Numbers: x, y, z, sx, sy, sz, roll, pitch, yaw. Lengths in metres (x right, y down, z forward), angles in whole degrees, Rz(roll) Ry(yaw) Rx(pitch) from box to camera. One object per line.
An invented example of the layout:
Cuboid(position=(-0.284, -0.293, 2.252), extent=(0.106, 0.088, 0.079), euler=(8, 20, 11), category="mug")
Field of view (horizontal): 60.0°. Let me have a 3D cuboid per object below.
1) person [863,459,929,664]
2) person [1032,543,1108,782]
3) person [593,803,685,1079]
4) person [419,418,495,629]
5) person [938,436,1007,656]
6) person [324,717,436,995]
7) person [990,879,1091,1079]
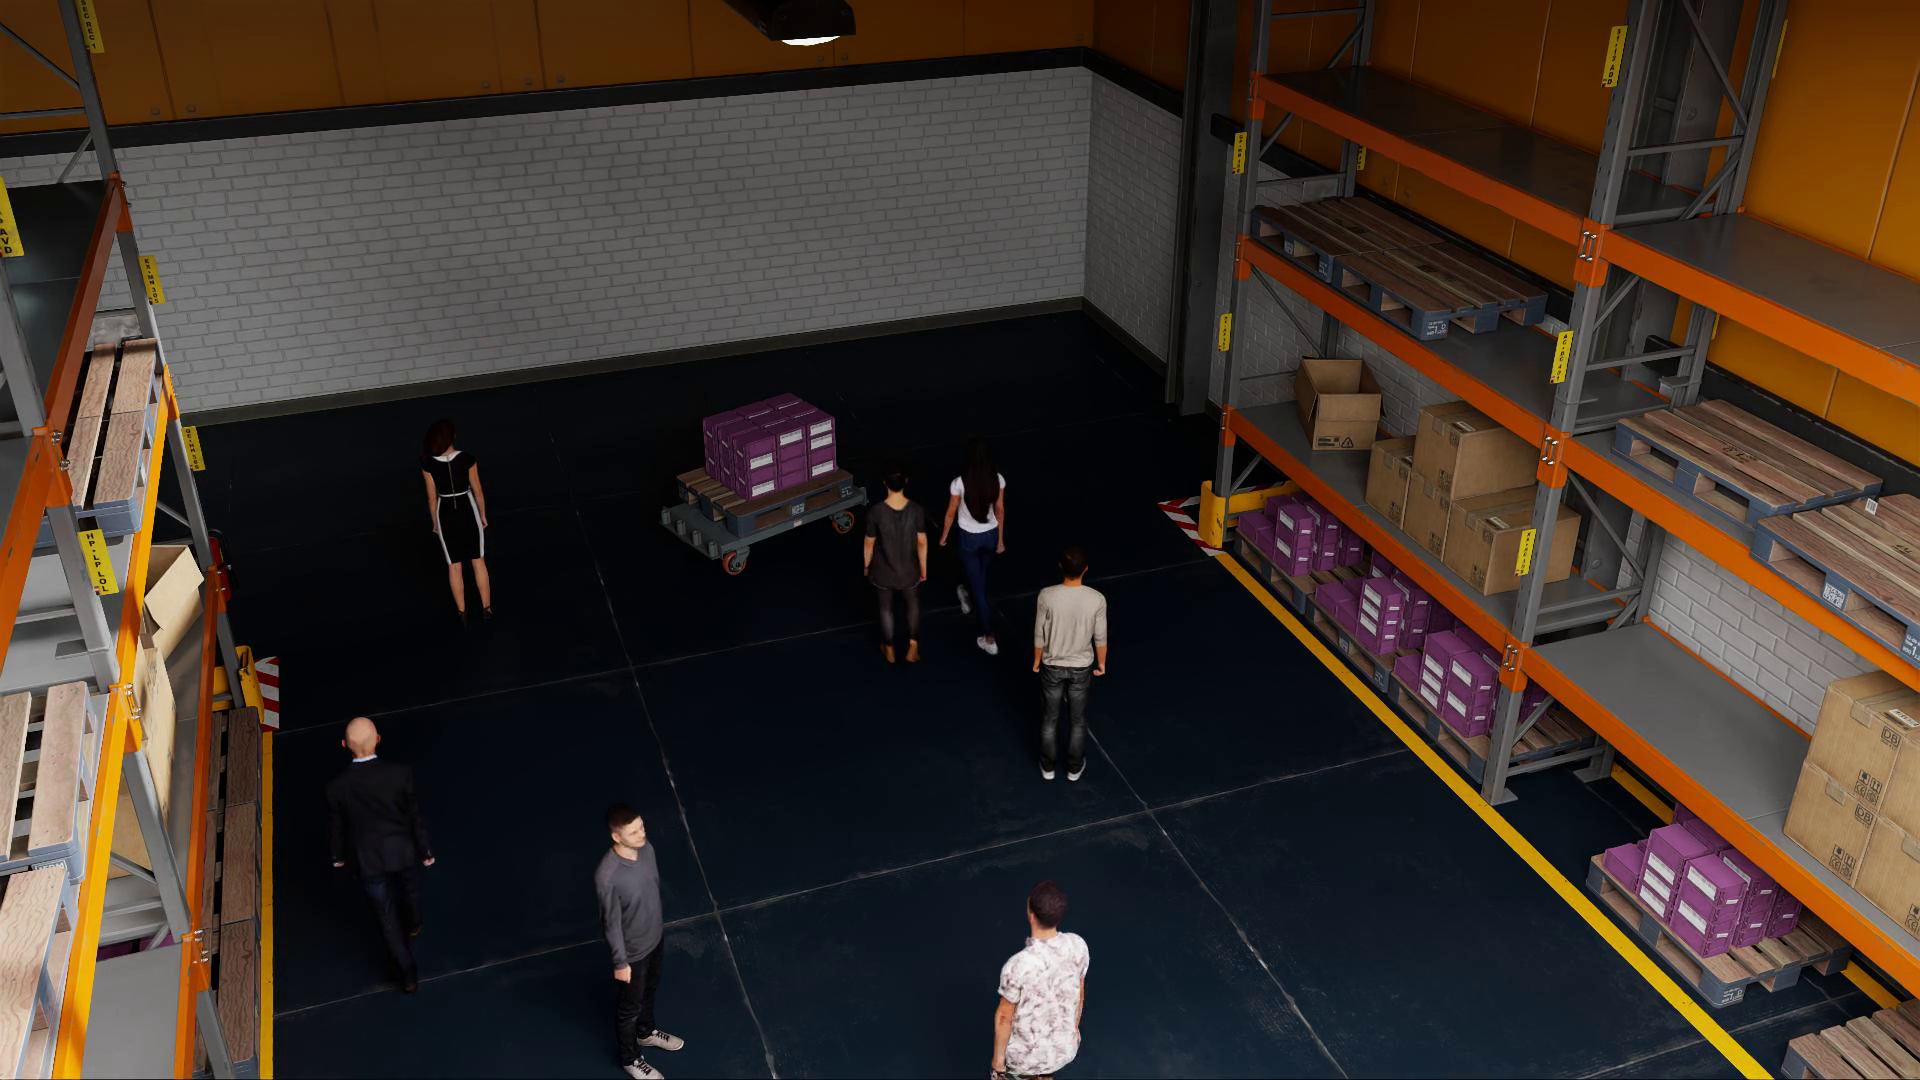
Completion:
Cuboid(position=(-0.484, 0.212, 12.581), extent=(0.704, 1.707, 0.741), euler=(-4, 29, -8), category="person")
Cuboid(position=(0.731, 0.848, 11.310), extent=(0.723, 1.807, 0.682), euler=(1, 29, 2), category="person")
Cuboid(position=(-1.753, 2.145, 8.981), extent=(0.753, 1.760, 0.662), euler=(8, 30, 15), category="person")
Cuboid(position=(-3.945, -0.125, 13.106), extent=(0.589, 1.796, 0.496), euler=(-8, 30, -14), category="person")
Cuboid(position=(0.173, 0.077, 12.797), extent=(0.664, 1.736, 1.105), euler=(-12, 31, -21), category="person")
Cuboid(position=(-3.284, 1.848, 9.508), extent=(0.744, 1.777, 0.985), euler=(-13, 31, -22), category="person")
Cuboid(position=(0.429, 2.510, 8.274), extent=(0.791, 1.796, 0.925), euler=(-17, 33, -28), category="person")
